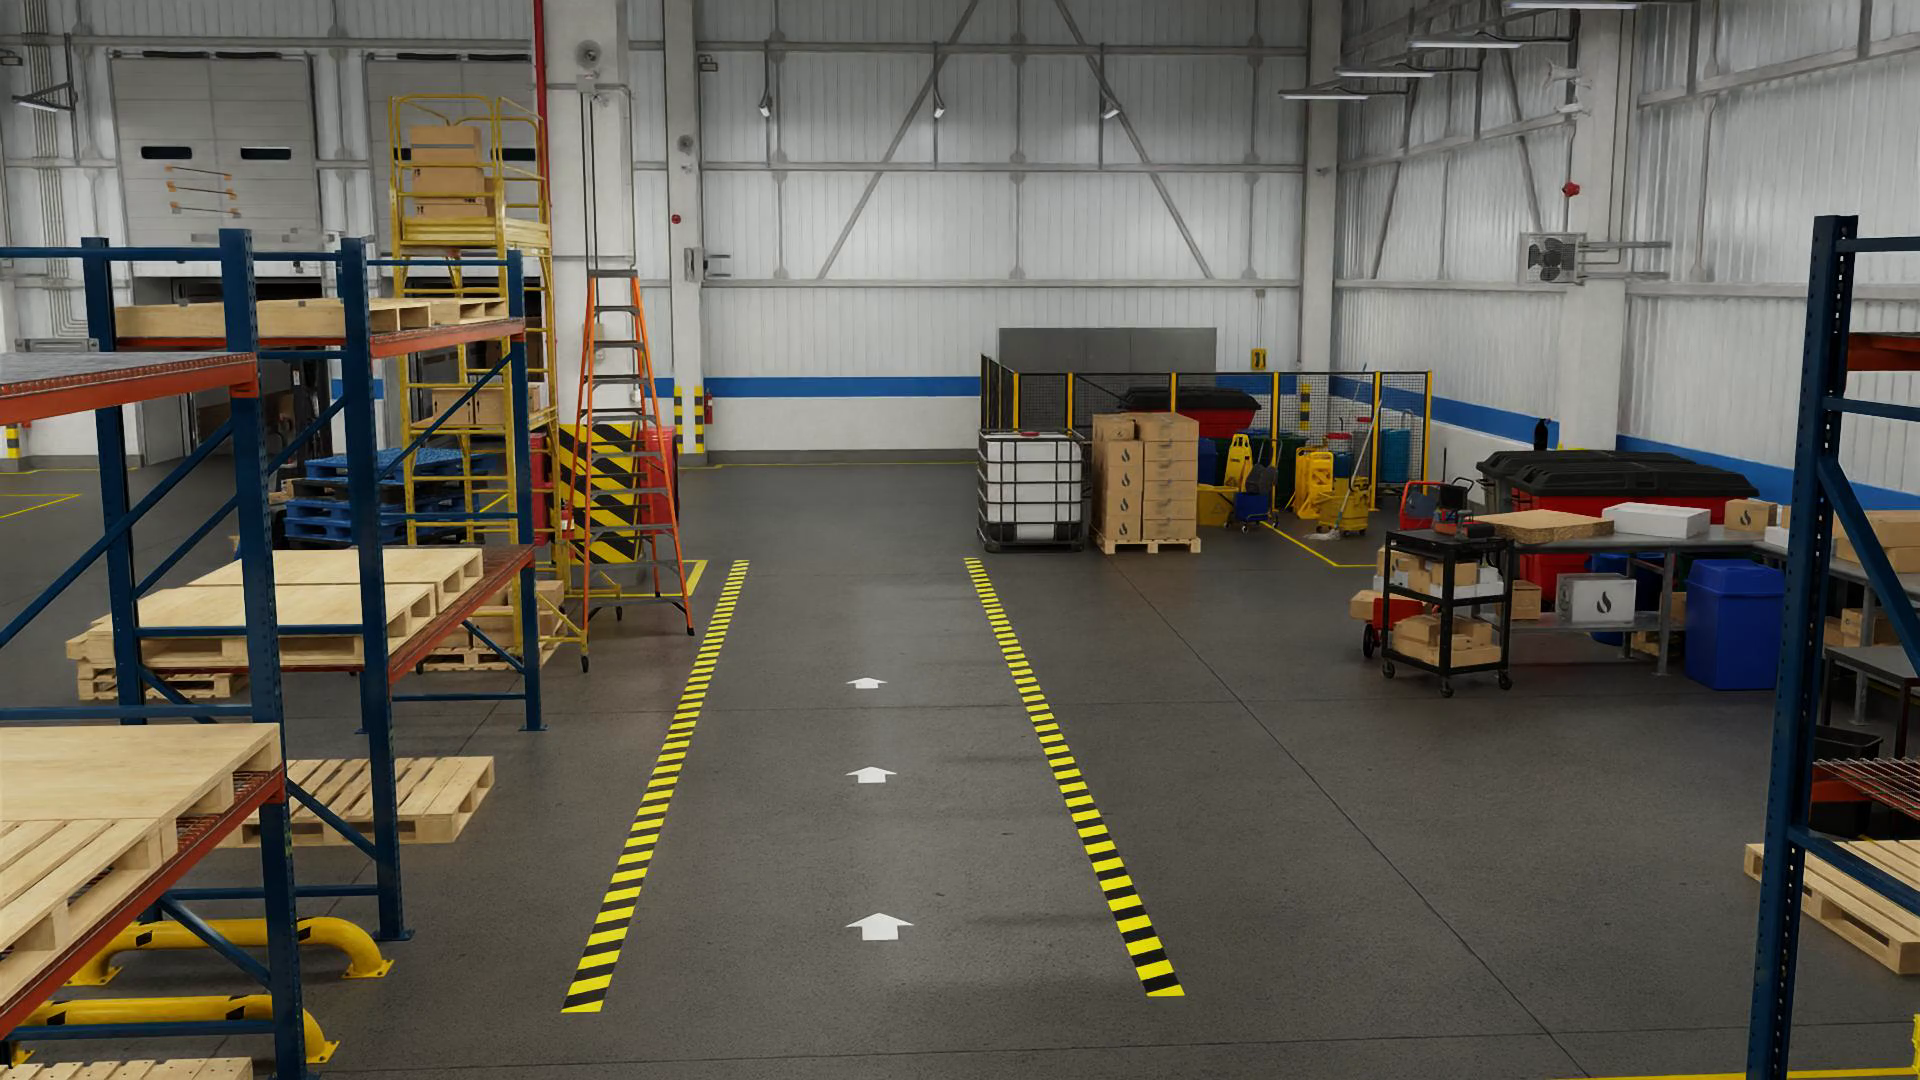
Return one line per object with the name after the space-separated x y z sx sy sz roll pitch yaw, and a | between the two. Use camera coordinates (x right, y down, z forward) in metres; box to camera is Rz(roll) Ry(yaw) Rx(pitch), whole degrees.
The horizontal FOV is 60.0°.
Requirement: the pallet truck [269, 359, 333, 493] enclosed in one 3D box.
-7.062 -1.131 18.996 1.885 1.965 0.823 2 9 13 | pallet truck
